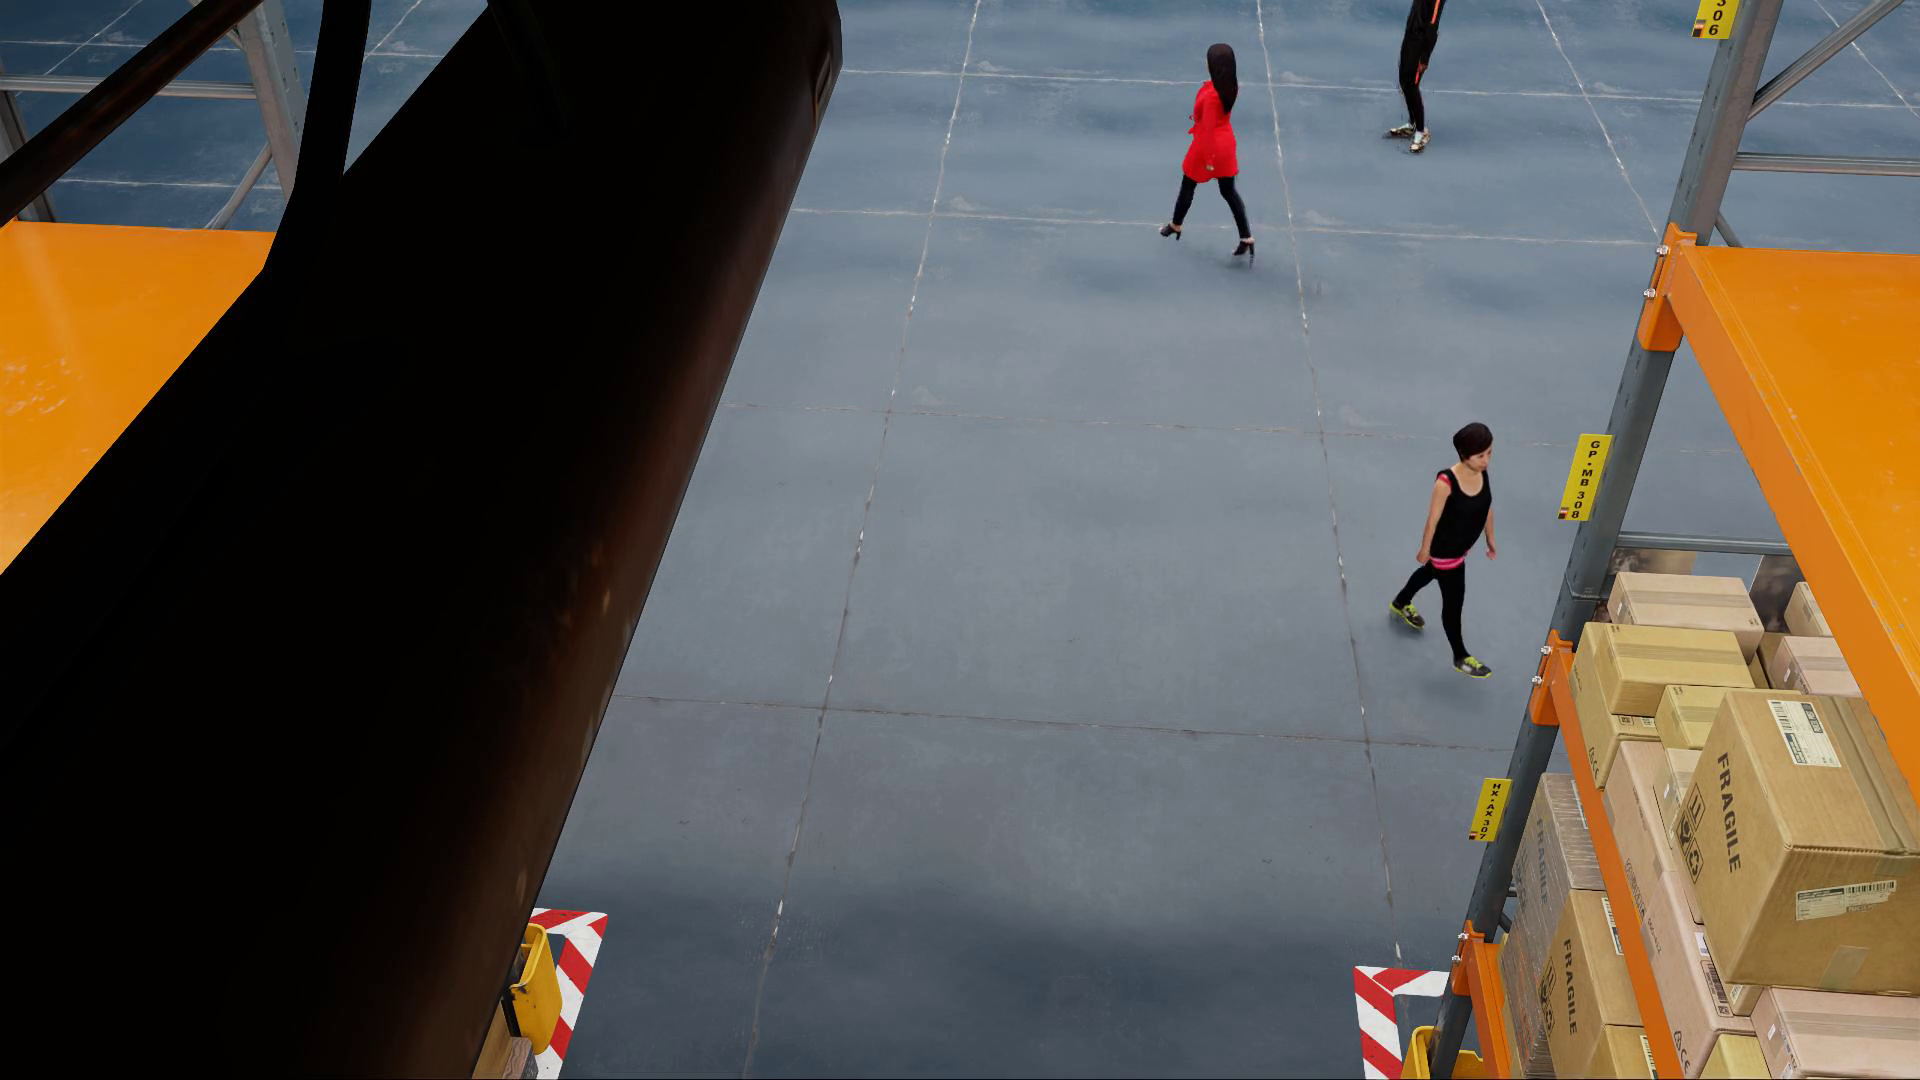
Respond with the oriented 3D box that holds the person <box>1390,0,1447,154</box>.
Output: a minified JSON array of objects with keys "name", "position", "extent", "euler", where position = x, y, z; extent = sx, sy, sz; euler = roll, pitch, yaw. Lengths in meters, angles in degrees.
[{"name":"person","position":[4.066,-4.346,14.614],"extent":[0.869,1.771,0.551],"euler":[-9,39,-11]}]

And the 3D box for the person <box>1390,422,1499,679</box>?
[{"name":"person","position":[2.700,-0.028,9.307],"extent":[0.980,1.511,1.040],"euler":[-27,45,-30]}]

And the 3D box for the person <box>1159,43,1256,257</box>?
[{"name":"person","position":[2.053,-2.973,12.914],"extent":[1.054,1.705,1.116],"euler":[25,44,28]}]
